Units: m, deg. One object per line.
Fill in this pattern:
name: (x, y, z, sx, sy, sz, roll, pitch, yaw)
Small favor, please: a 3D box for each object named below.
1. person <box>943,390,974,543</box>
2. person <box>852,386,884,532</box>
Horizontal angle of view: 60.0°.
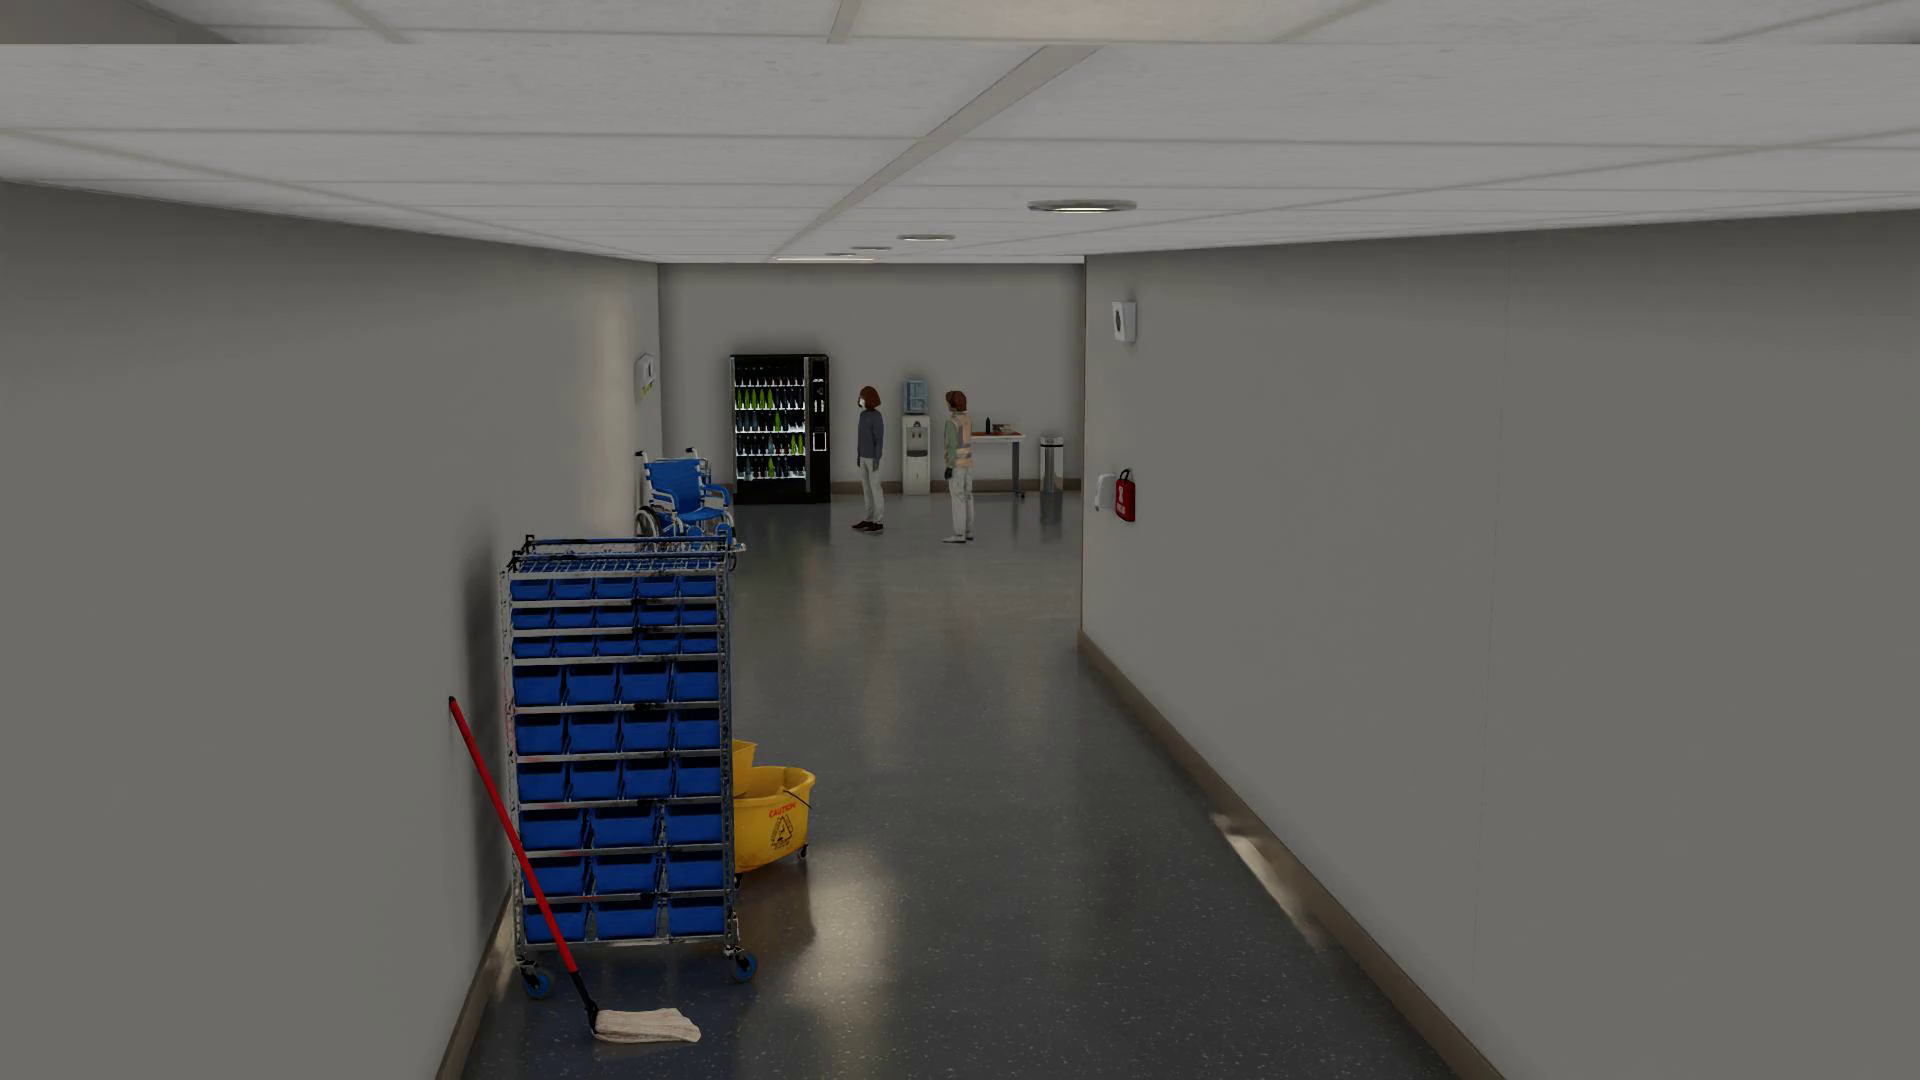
person: (-0.019, -0.788, 17.891, 0.311, 1.638, 0.521, 4, 10, 24)
person: (-1.022, -0.913, 18.675, 0.280, 1.636, 0.500, -5, 10, -29)
